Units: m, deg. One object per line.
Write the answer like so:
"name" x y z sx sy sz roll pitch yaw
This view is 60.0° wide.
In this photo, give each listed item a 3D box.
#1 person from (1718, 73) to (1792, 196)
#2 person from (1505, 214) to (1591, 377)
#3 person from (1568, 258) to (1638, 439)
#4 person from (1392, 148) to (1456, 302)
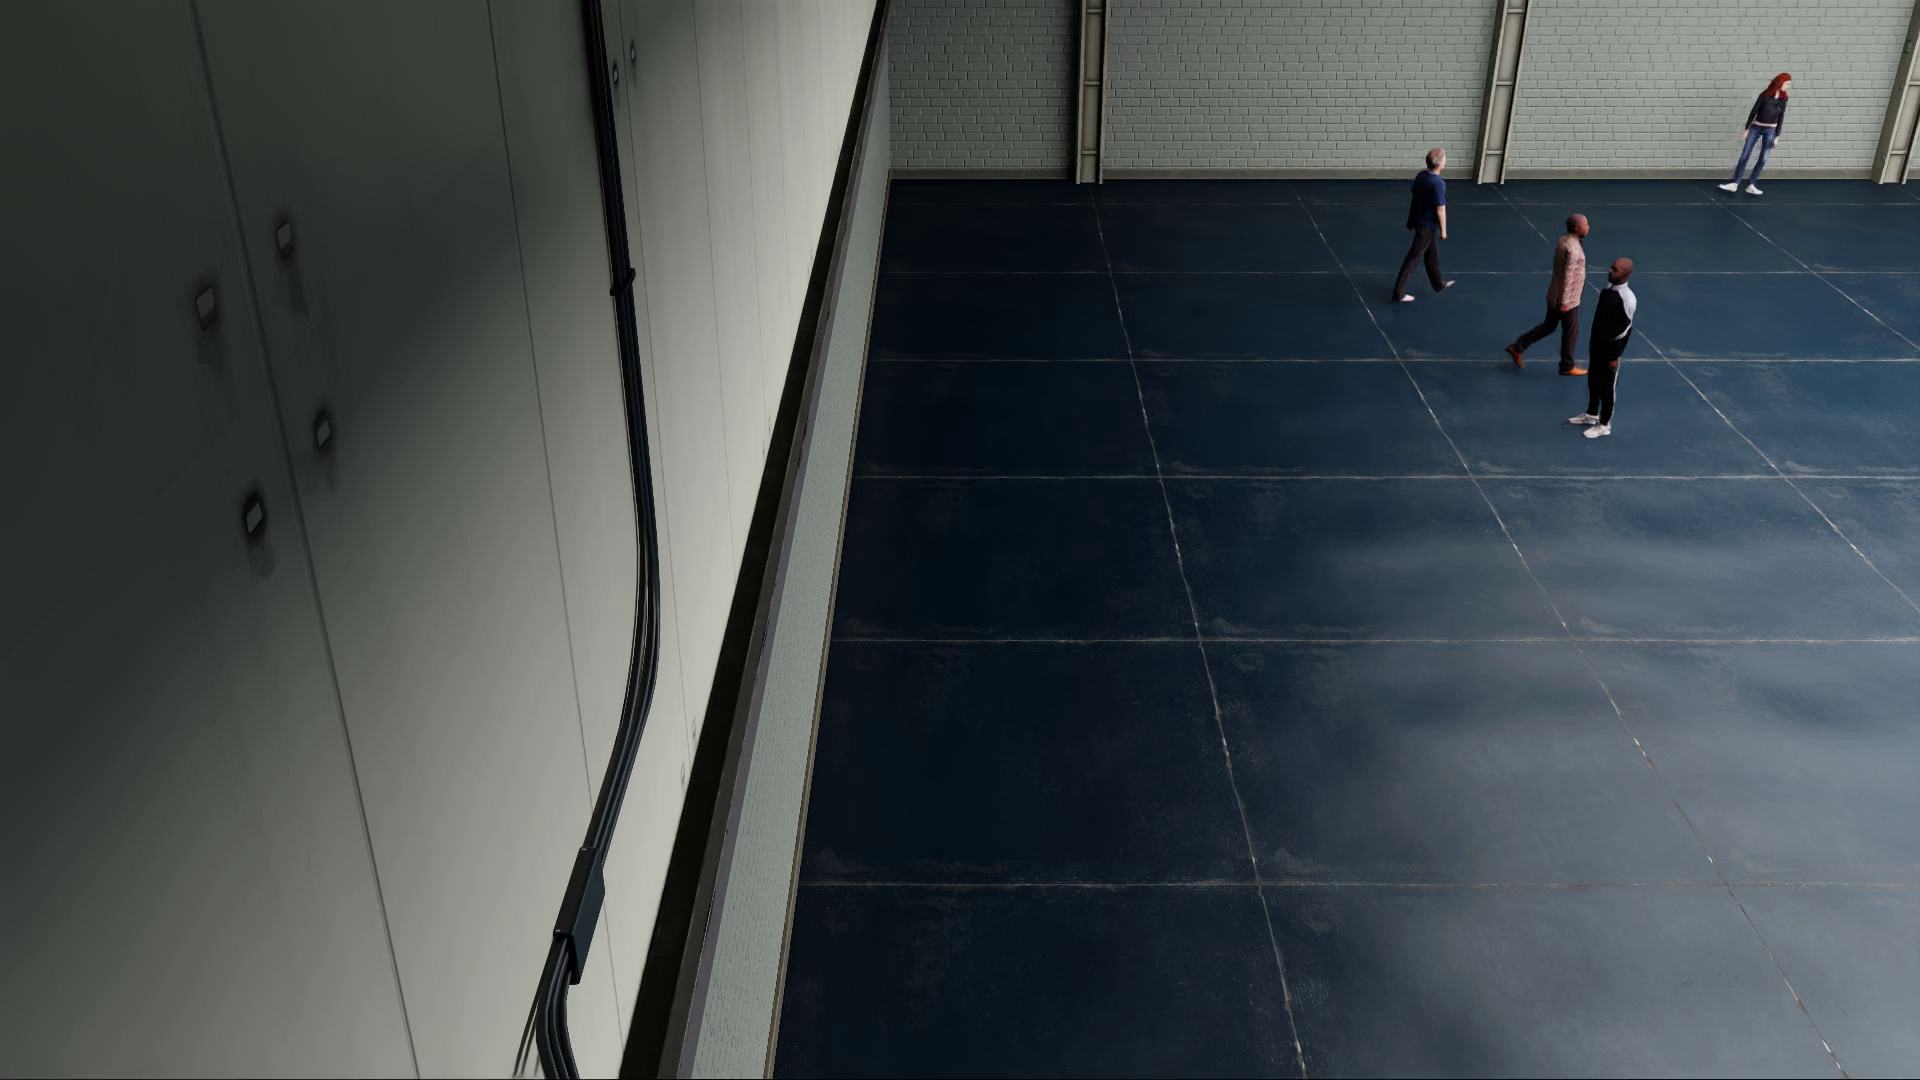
"person" 11.480 -5.846 23.951 0.607 1.759 0.908 11 30 20
"person" 6.389 -2.619 17.864 1.137 1.785 0.767 3 28 5
"person" 6.455 -1.935 16.534 0.564 1.828 0.681 -3 28 -5
"person" 5.469 -3.723 19.896 1.194 1.823 0.869 -6 29 -12
